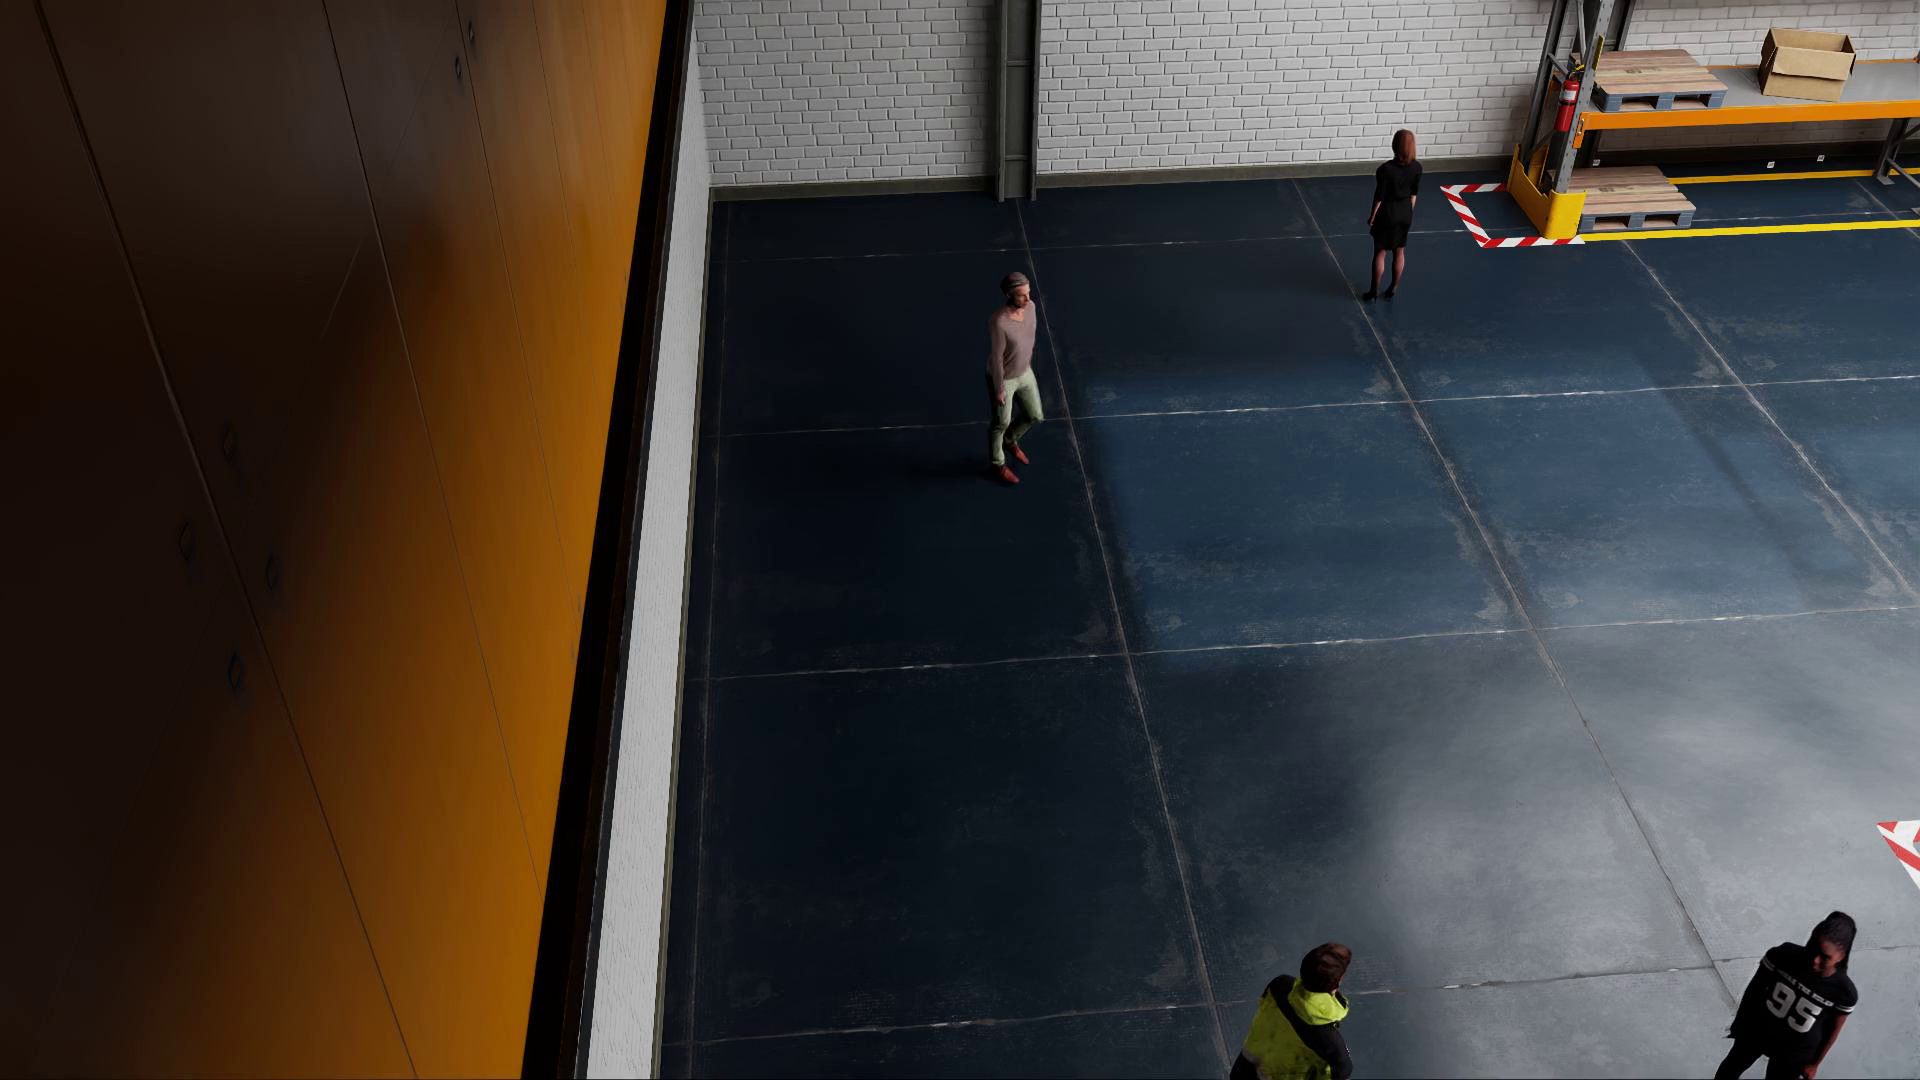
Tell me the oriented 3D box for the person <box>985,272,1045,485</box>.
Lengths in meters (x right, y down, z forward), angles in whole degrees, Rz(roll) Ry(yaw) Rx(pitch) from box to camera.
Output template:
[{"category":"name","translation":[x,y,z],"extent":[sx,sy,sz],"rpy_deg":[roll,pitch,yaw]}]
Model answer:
[{"category":"person","translation":[0.327,-1.316,13.133],"extent":[0.806,1.857,0.880],"rpy_deg":[-30,47,-32]}]

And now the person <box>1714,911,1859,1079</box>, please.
[{"category":"person","translation":[4.158,2.515,8.440],"extent":[0.703,1.728,0.757],"rpy_deg":[30,47,32]}]

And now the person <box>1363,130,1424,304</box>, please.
[{"category":"person","translation":[3.991,-2.969,15.325],"extent":[0.459,1.706,0.663],"rpy_deg":[-7,39,-8]}]

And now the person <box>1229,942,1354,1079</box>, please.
[{"category":"person","translation":[1.464,2.743,8.001],"extent":[1.374,1.920,1.147],"rpy_deg":[-17,42,-20]}]
